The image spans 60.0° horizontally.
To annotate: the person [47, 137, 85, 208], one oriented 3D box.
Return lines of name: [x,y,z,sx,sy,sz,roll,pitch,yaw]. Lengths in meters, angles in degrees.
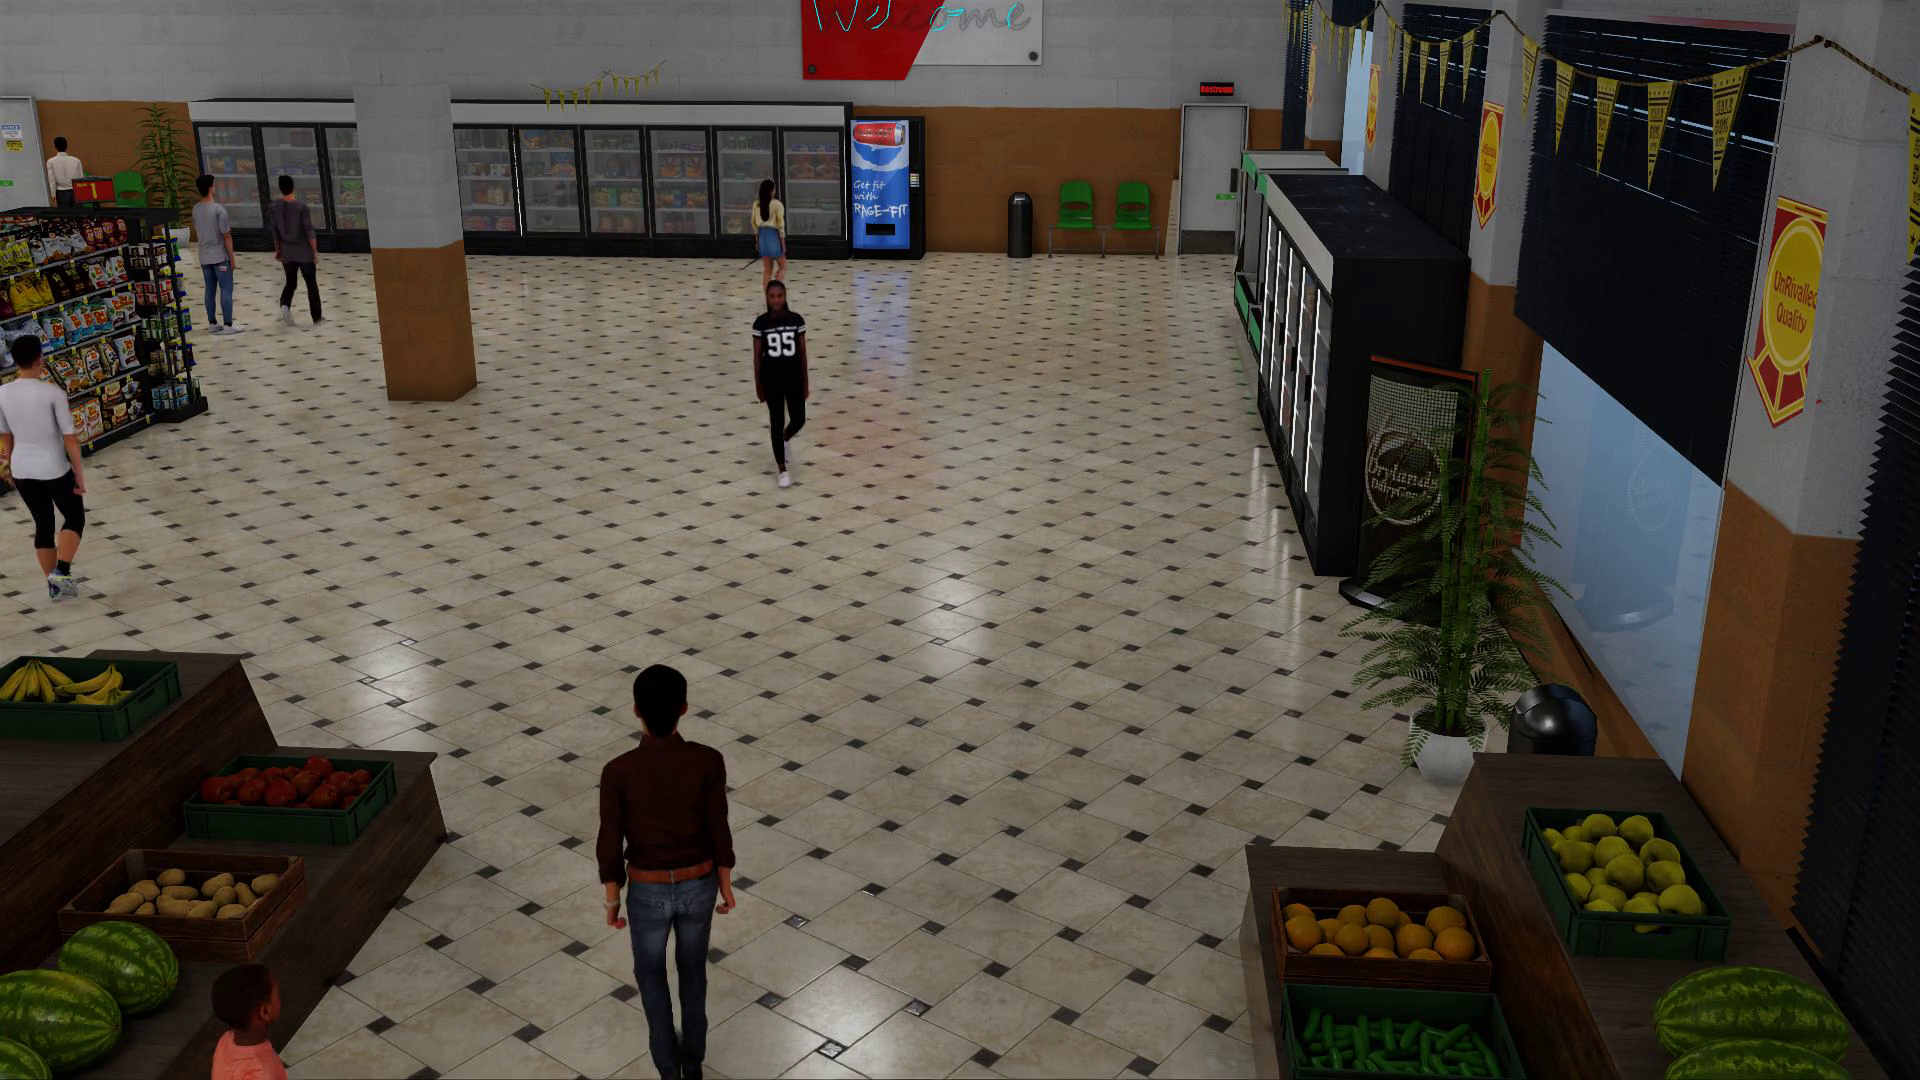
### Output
person: [-13.759,-5.306,25.694,0.737,1.811,0.780,-13,23,-34]

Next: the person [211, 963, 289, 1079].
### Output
person: [-2.214,1.938,5.031,0.858,1.287,0.768,-15,24,-37]

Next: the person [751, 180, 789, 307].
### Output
person: [-2.518,-3.866,21.726,0.727,1.616,0.699,7,20,21]

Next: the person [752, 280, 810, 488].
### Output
person: [-1.512,-1.338,14.076,0.787,1.716,0.969,-4,19,-13]

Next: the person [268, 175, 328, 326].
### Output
person: [-8.151,-3.494,20.301,0.728,1.823,0.957,1,19,4]

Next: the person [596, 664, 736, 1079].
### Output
person: [-1.045,1.331,6.083,0.854,1.764,1.027,-5,19,-14]

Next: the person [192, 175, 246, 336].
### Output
person: [-8.987,-3.438,20.034,0.714,1.887,0.657,6,20,18]

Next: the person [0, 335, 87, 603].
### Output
person: [-6.210,-0.435,11.207,0.788,1.837,0.849,-3,19,-8]
